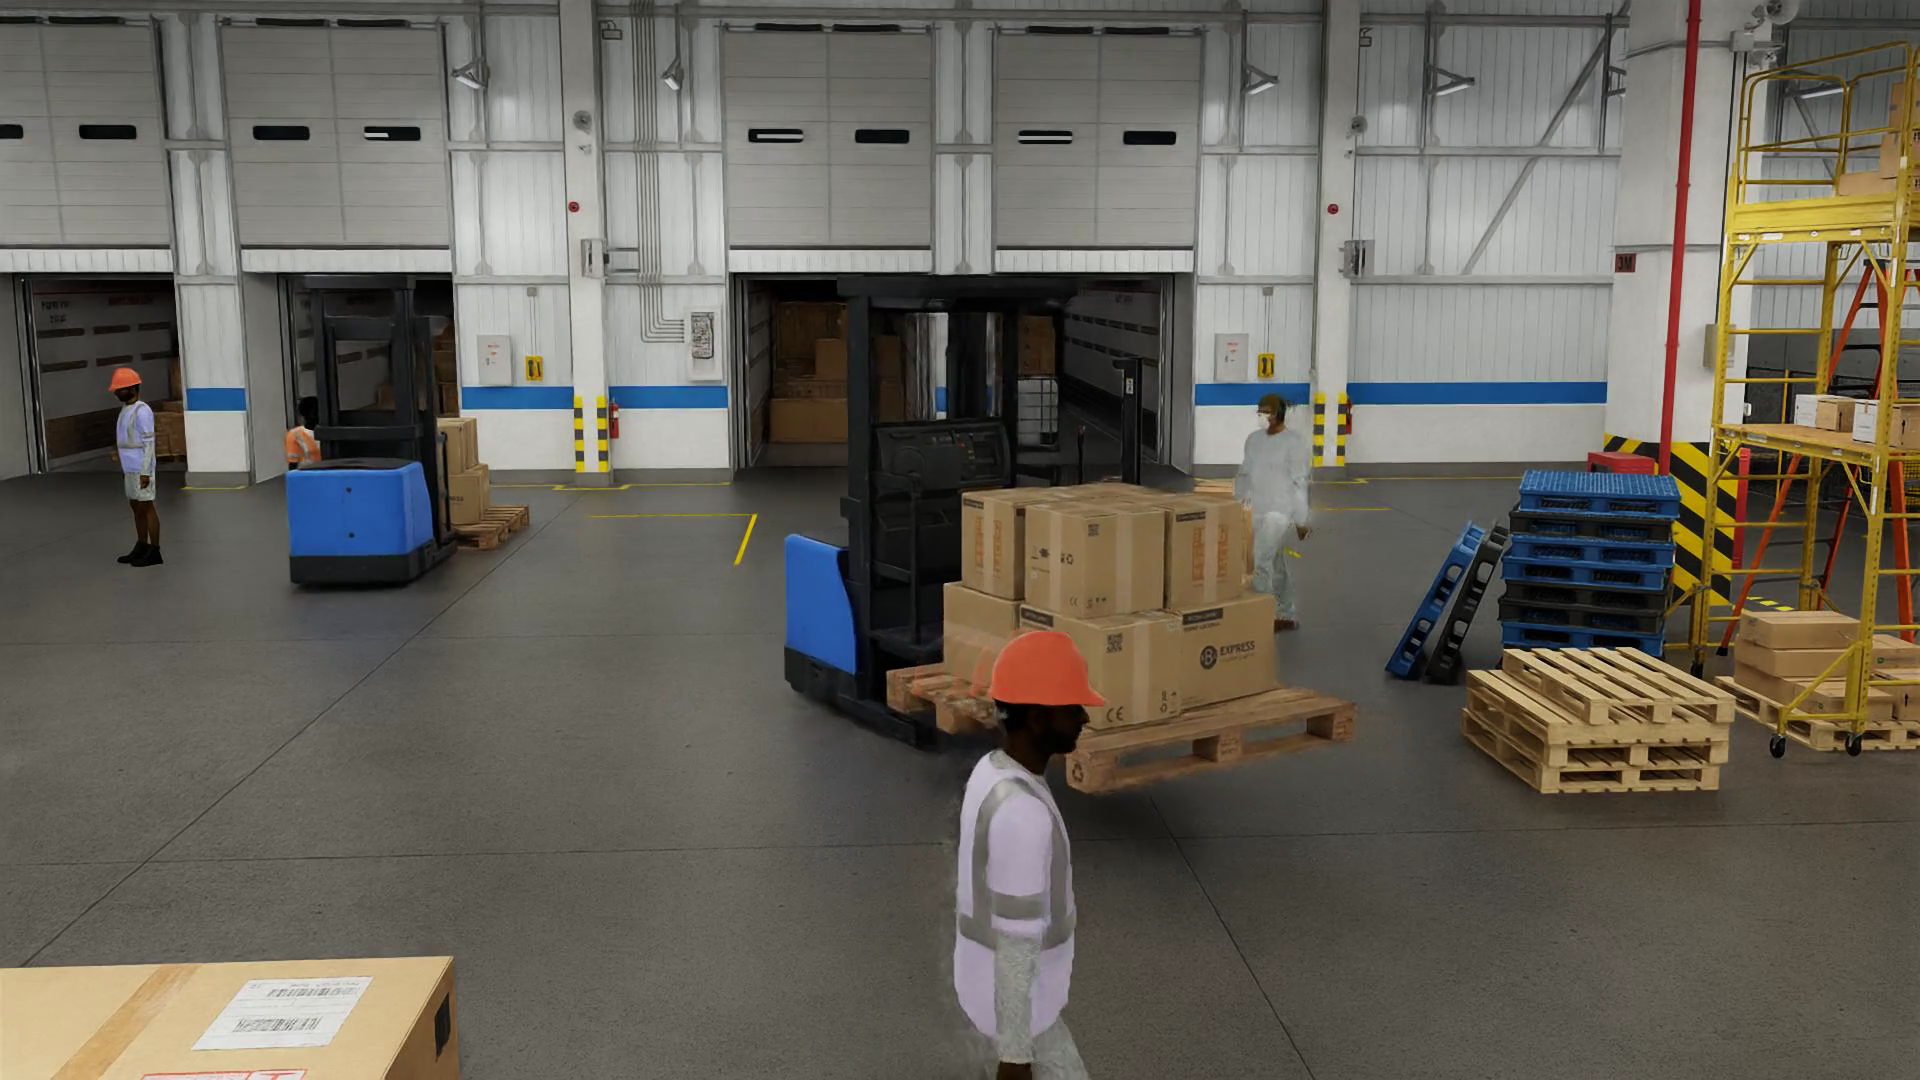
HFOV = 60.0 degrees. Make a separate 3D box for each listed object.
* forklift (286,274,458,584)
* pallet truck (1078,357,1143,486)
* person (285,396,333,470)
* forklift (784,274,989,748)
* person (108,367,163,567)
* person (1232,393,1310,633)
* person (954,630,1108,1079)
[{"bbox_3d":[-5.550,-1.092,15.605,1.129,2.768,1.873,-1,9,-4],"label":"forklift"},{"bbox_3d":[2.088,-0.836,16.757,1.885,1.965,0.823,2,9,13],"label":"pallet truck"},{"bbox_3d":[-6.119,-0.523,15.778,0.316,1.689,0.546,7,12,38],"label":"person"},{"bbox_3d":[-0.293,-0.302,10.643,1.129,2.768,1.873,-6,11,-32],"label":"forklift"},{"bbox_3d":[-8.011,-0.706,16.142,0.543,1.935,0.366,8,12,42],"label":"person"},{"bbox_3d":[2.322,-0.179,12.928,0.883,1.905,0.641,-4,10,-25],"label":"person"},{"bbox_3d":[0.182,1.181,4.333,0.418,1.919,0.580,-1,9,-5],"label":"person"}]
